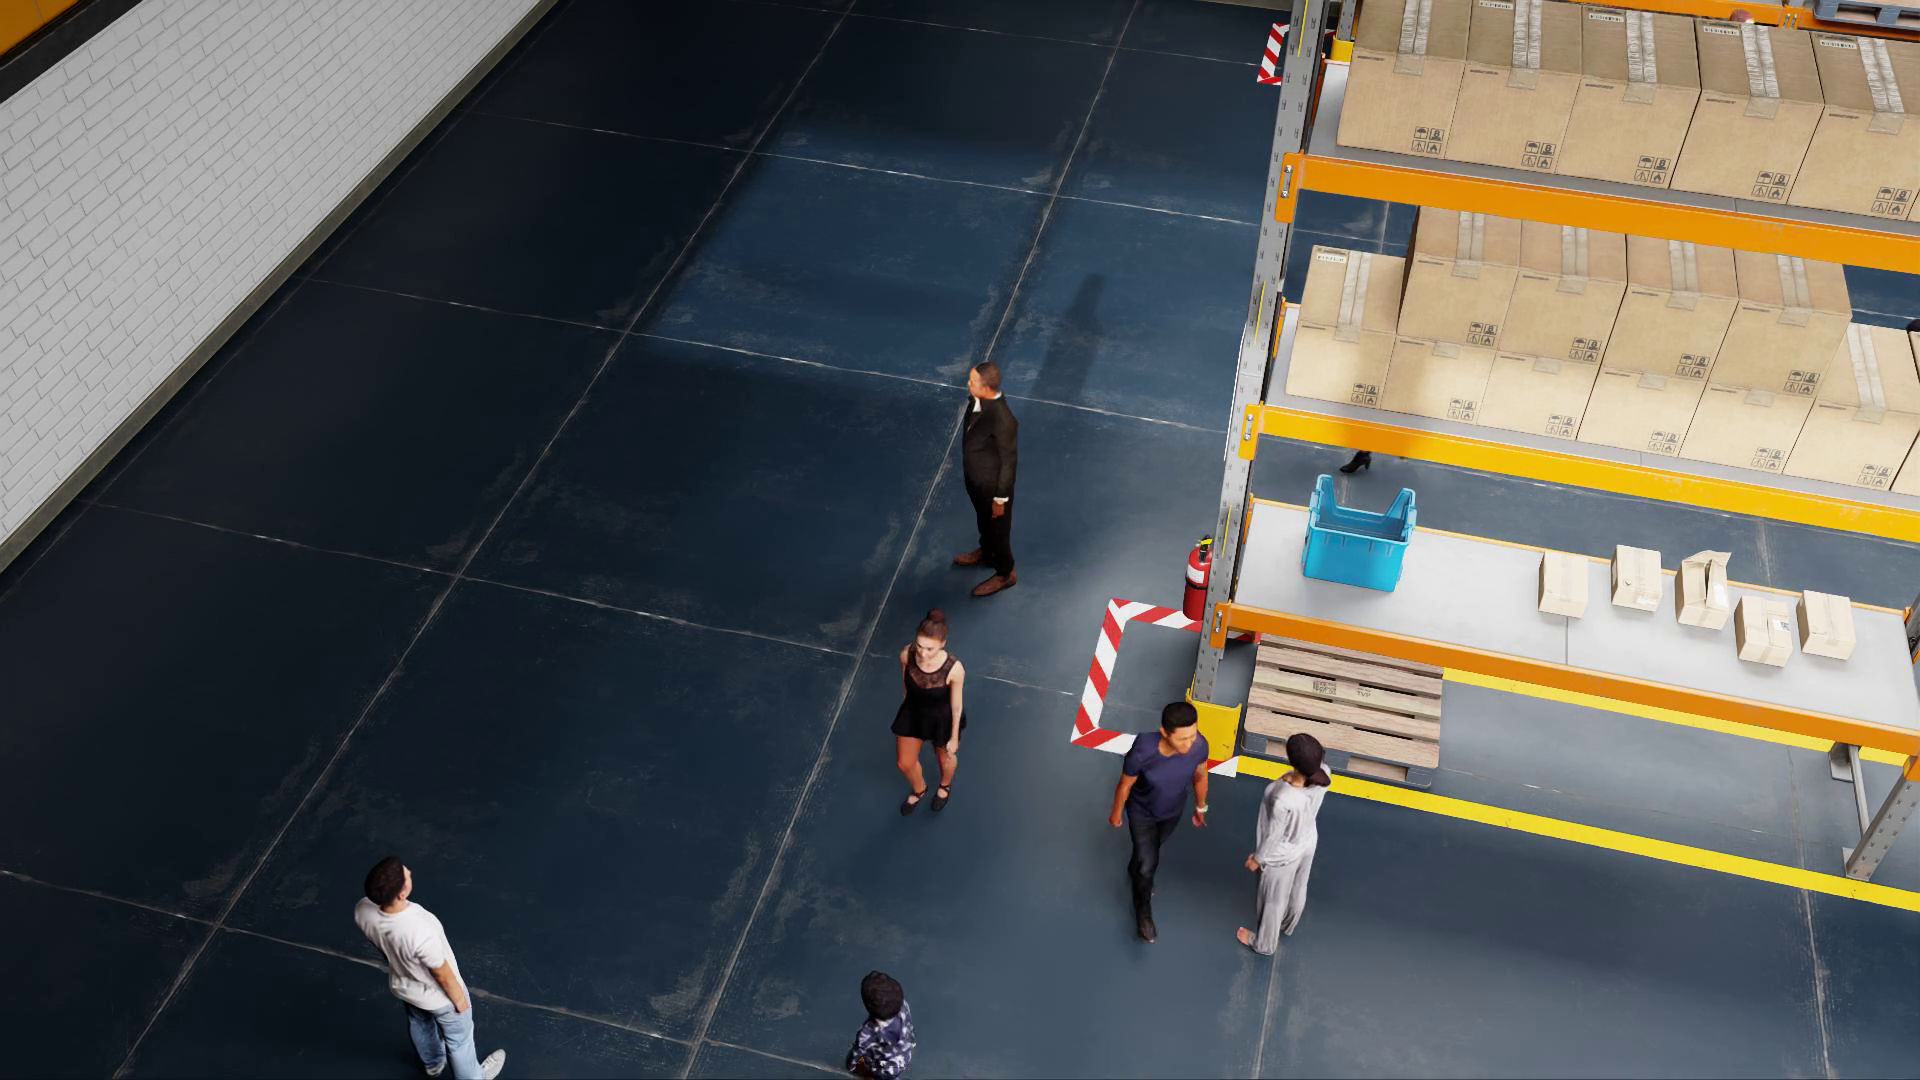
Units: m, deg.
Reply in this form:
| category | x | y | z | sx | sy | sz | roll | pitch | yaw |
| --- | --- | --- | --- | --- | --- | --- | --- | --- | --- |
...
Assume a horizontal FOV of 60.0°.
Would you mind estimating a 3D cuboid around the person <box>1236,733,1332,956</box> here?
| category | x | y | z | sx | sy | sz | roll | pitch | yaw |
| --- | --- | --- | --- | --- | --- | --- | --- | --- | --- |
| person | 1.793 | 1.663 | 9.060 | 0.683 | 1.775 | 0.713 | -31 | 51 | -28 |

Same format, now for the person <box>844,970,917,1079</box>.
| category | x | y | z | sx | sy | sz | roll | pitch | yaw |
| --- | --- | --- | --- | --- | --- | --- | --- | --- | --- |
| person | -0.340 | 2.636 | 8.433 | 0.848 | 1.231 | 0.716 | 34 | 53 | 30 |

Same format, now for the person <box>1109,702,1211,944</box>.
| category | x | y | z | sx | sy | sz | roll | pitch | yaw |
| --- | --- | --- | --- | --- | --- | --- | --- | --- | --- |
| person | 1.071 | 1.423 | 9.319 | 0.921 | 1.766 | 0.964 | -12 | 45 | -12 |

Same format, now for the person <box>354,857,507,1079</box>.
| category | x | y | z | sx | sy | sz | roll | pitch | yaw |
| --- | --- | --- | --- | --- | --- | --- | --- | --- | --- |
| person | -2.713 | 2.224 | 8.408 | 0.593 | 1.862 | 0.783 | 21 | 48 | 21 |

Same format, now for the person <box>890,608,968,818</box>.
| category | x | y | z | sx | sy | sz | roll | pitch | yaw |
| --- | --- | --- | --- | --- | --- | --- | --- | --- | --- |
| person | -0.128 | 0.981 | 9.856 | 0.587 | 1.664 | 0.673 | 17 | 46 | 17 |

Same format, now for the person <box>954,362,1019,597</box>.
| category | x | y | z | sx | sy | sz | roll | pitch | yaw |
| --- | --- | --- | --- | --- | --- | --- | --- | --- | --- |
| person | 0.206 | -0.430 | 11.163 | 0.809 | 1.904 | 0.796 | -13 | 45 | -13 |
